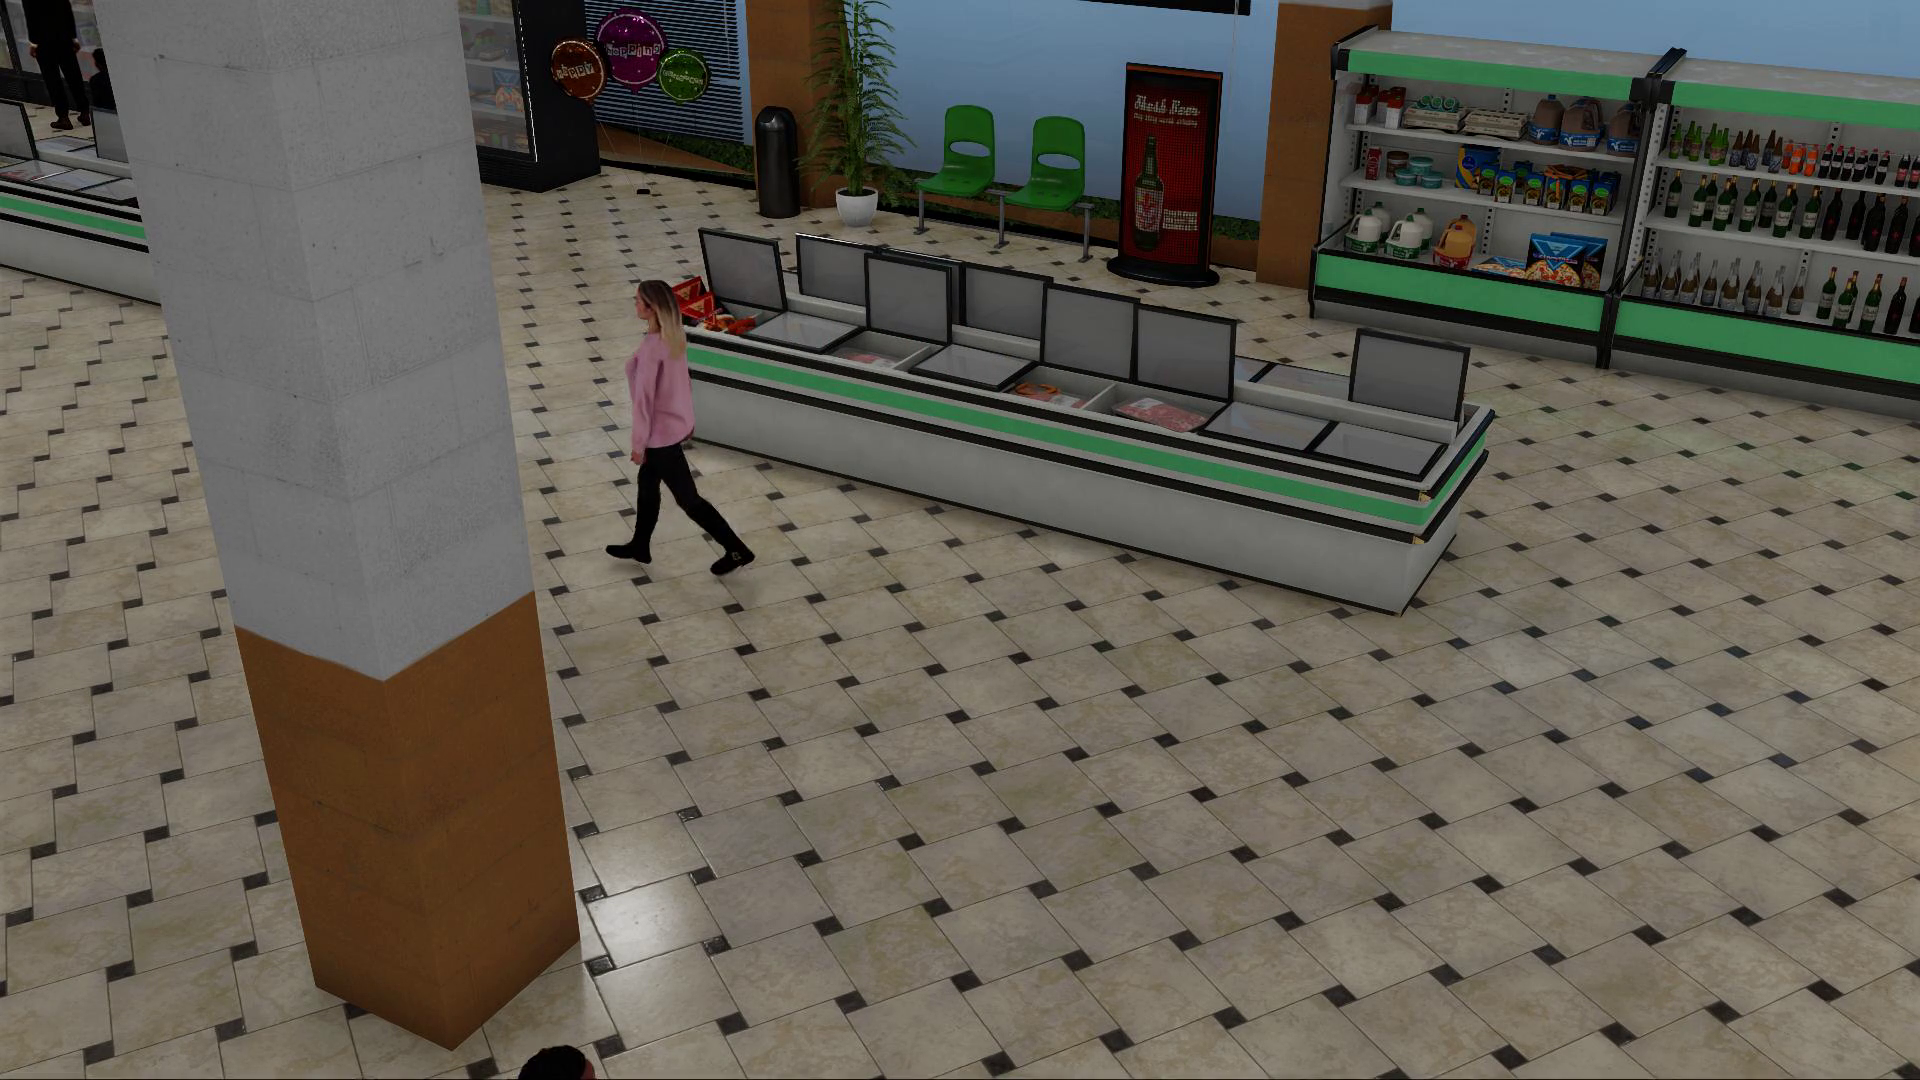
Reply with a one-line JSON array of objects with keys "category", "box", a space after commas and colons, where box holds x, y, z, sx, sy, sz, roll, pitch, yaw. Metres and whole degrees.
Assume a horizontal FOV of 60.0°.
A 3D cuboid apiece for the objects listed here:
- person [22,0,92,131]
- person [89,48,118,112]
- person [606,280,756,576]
[{"category": "person", "box": [-10.005, -5.522, 18.345, 0.648, 1.904, 0.717, 19, 33, 33]}, {"category": "person", "box": [-8.372, -4.224, 16.489, 0.570, 1.268, 0.598, -23, 35, -38]}, {"category": "person", "box": [-1.475, -0.547, 8.815, 1.183, 1.651, 0.847, 5, 27, 10]}]
